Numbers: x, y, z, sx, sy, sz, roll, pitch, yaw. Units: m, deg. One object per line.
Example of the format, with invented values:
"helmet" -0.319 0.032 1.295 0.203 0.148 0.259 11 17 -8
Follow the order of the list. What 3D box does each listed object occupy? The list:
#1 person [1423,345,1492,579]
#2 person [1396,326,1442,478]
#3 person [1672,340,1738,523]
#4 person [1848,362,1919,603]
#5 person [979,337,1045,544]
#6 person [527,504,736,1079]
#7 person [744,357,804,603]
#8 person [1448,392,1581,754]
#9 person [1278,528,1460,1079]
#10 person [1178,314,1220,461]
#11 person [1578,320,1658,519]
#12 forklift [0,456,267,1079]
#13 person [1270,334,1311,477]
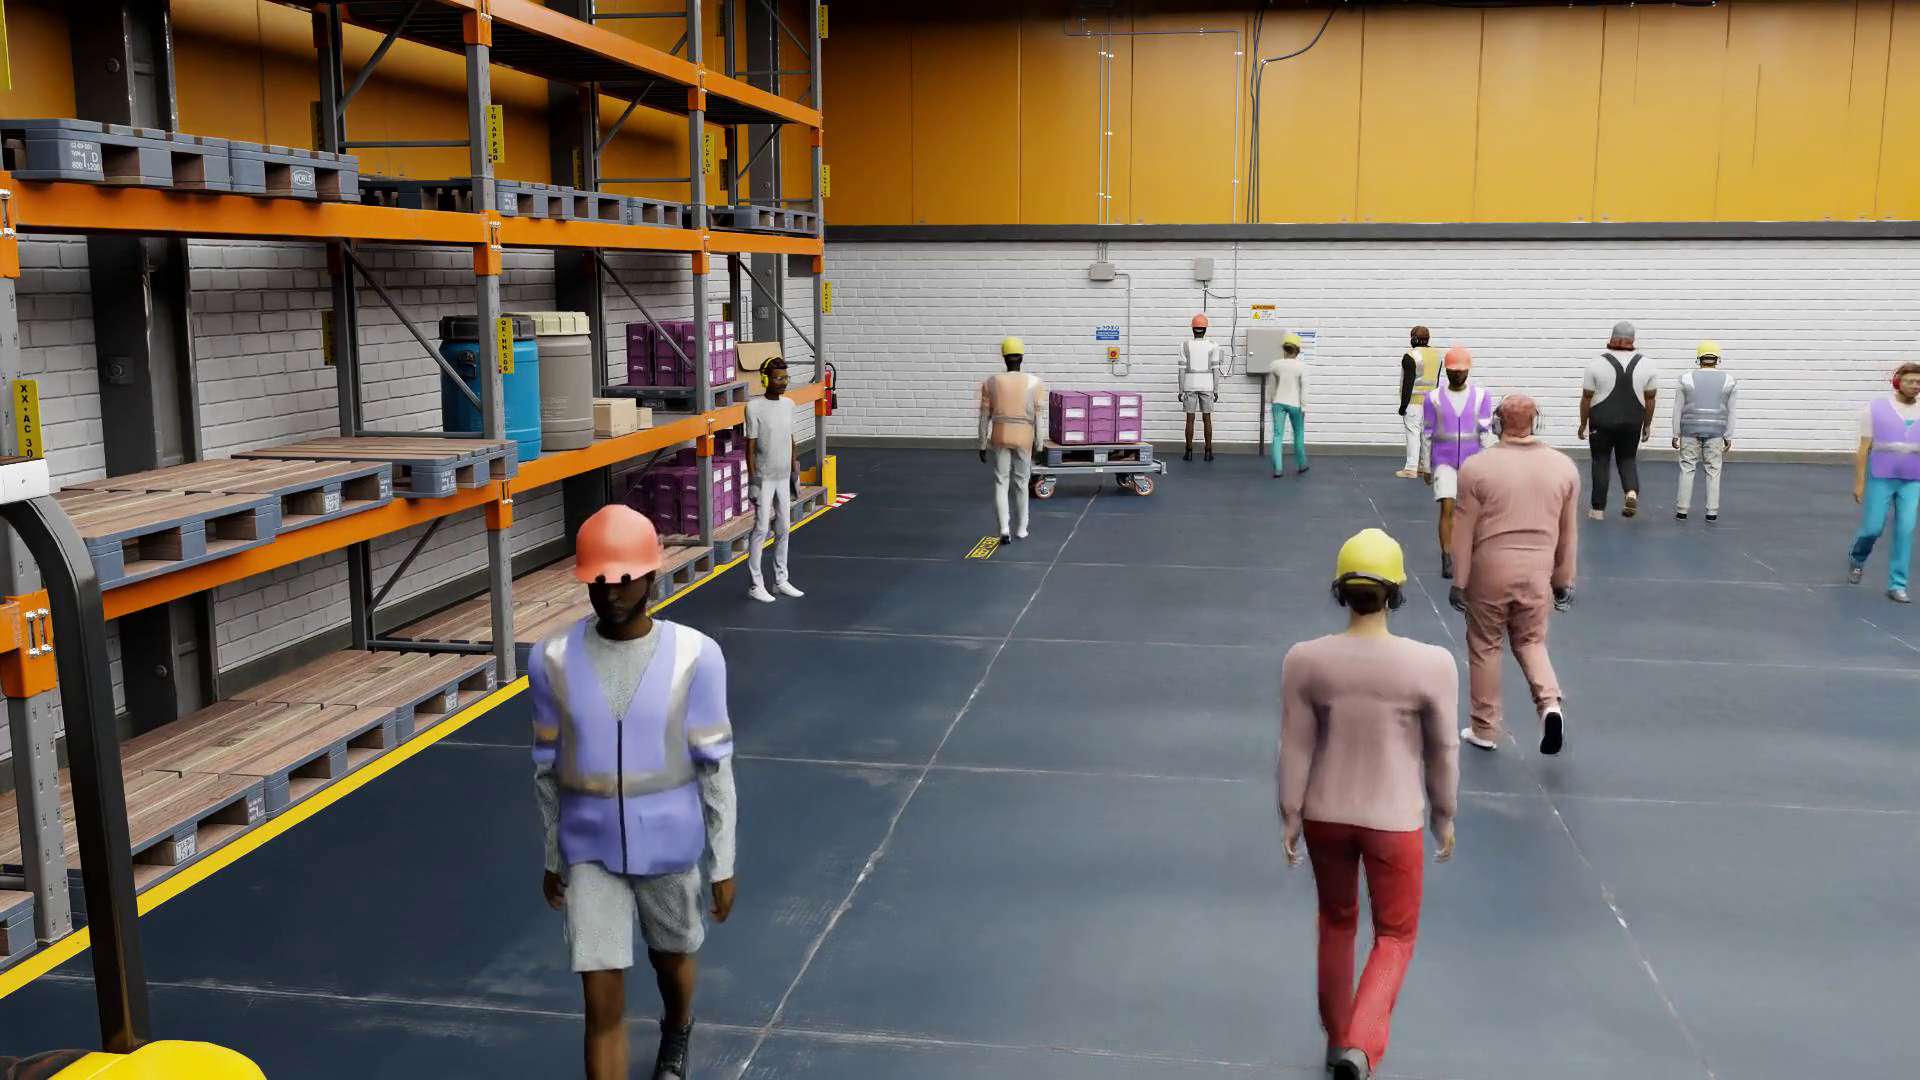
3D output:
"person" 4.116 -0.673 13.844 0.545 1.909 0.912 1 9 9
"person" 5.543 -1.672 20.175 0.635 1.842 0.429 -7 11 -36
"person" 7.406 -1.078 16.585 0.586 1.824 0.404 2 9 14
"person" 7.138 -0.459 12.741 0.587 1.826 0.593 2 9 12
"person" 0.481 -0.914 15.323 0.600 1.902 0.796 1 9 4
"person" -0.901 0.821 4.644 0.557 1.899 0.967 -1 9 -4
"person" -1.421 -0.460 12.655 0.317 1.860 0.516 8 12 40
"person" 2.851 0.195 8.535 0.657 1.890 0.644 -1 9 -5
"person" 1.194 0.842 4.971 0.525 1.742 0.690 5 10 26
"person" 3.143 -2.004 21.927 0.542 1.938 0.358 1 9 6
"person" 6.582 -1.207 16.694 0.694 2.000 0.610 1 9 8
"forklift" -2.328 0.975 2.765 2.313 2.155 1.214 1 9 9
"person" 4.044 -1.646 20.346 0.536 1.724 0.871 5 11 29
